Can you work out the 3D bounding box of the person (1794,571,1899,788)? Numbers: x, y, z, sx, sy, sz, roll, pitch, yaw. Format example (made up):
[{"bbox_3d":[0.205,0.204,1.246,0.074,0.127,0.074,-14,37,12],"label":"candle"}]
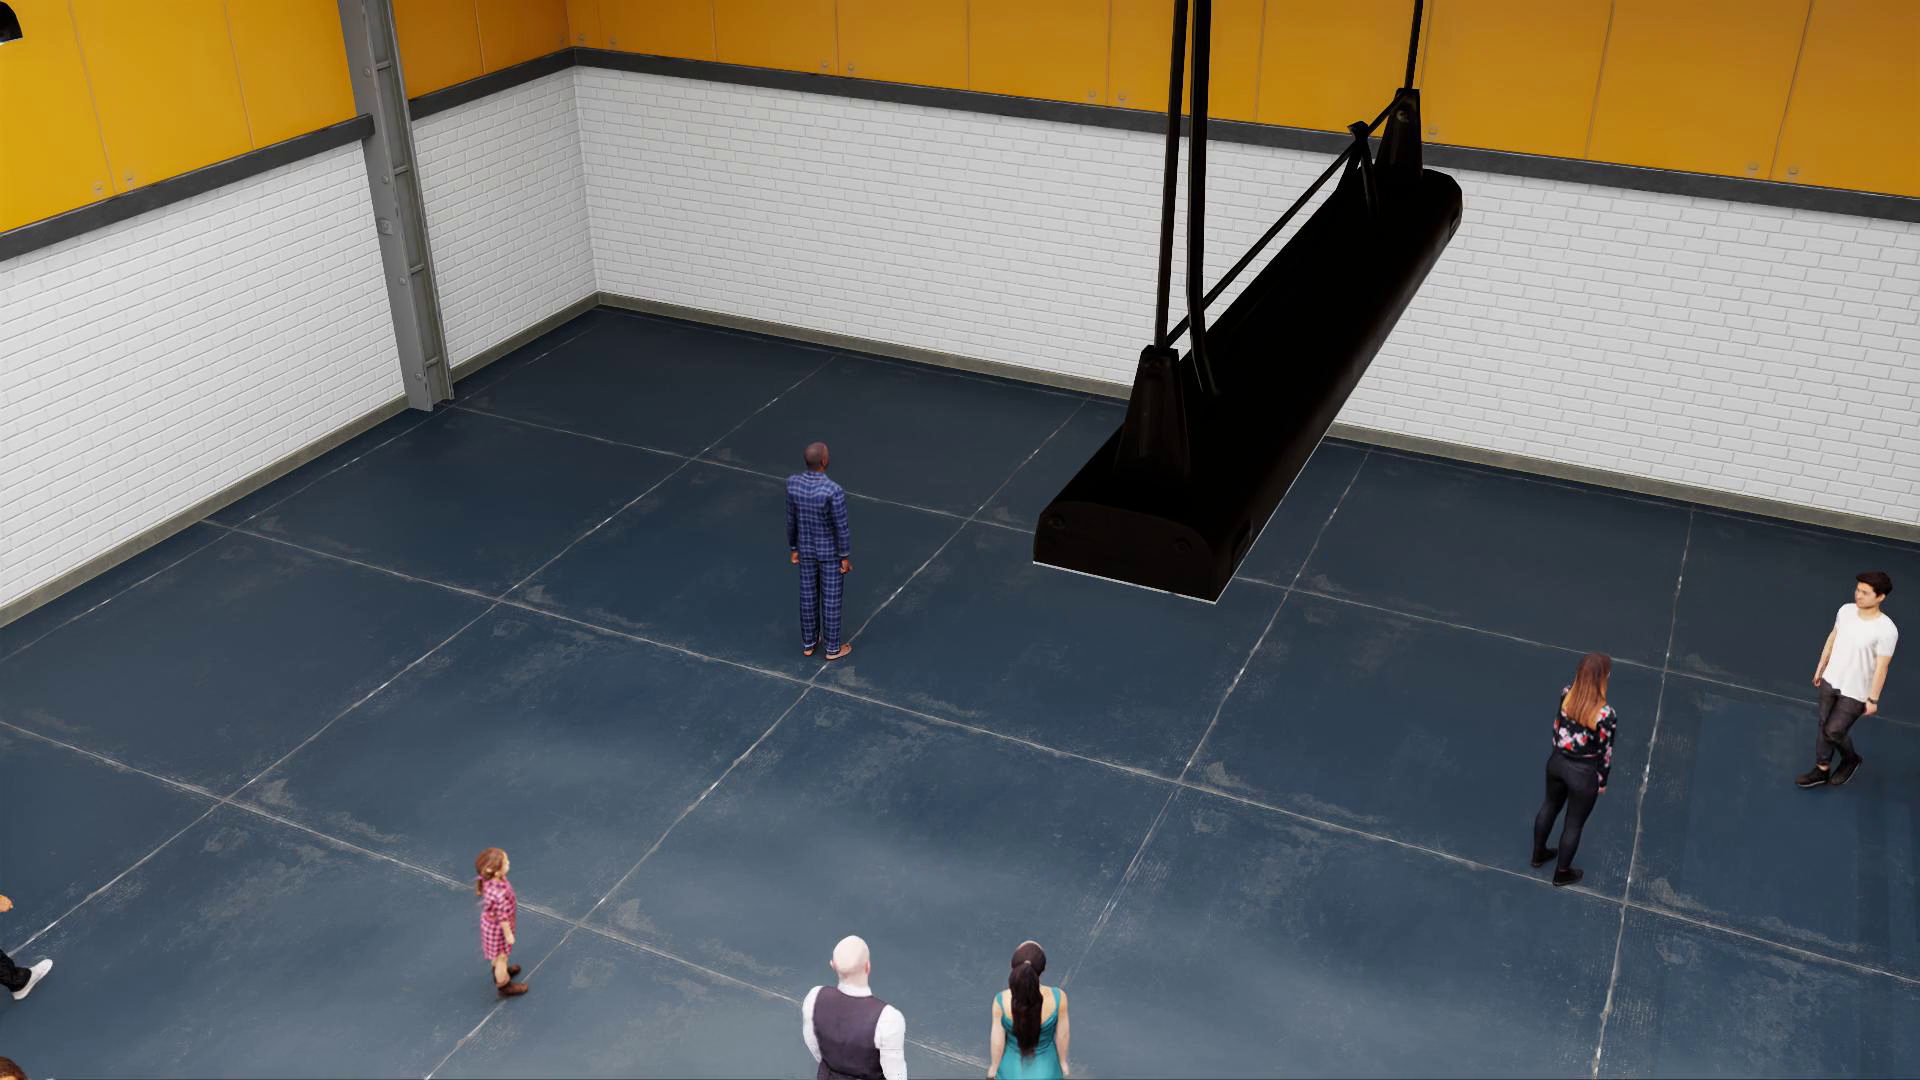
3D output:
[{"bbox_3d":[6.130,0.961,11.345,0.865,1.716,0.798,-7,29,-13],"label":"person"}]

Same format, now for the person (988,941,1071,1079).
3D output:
[{"bbox_3d":[0.339,2.652,8.278,0.625,1.685,0.630,-1,29,-2],"label":"person"}]

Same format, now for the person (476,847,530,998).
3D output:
[{"bbox_3d":[-2.711,2.231,9.745,0.557,1.020,0.506,-14,32,-24],"label":"person"}]

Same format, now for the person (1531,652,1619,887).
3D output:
[{"bbox_3d":[3.882,1.447,10.489,0.686,1.683,0.657,-16,32,-27],"label":"person"}]

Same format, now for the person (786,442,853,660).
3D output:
[{"bbox_3d":[-1.091,0.077,12.854,0.671,1.823,0.583,12,31,20],"label":"person"}]

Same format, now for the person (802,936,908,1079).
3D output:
[{"bbox_3d":[-0.534,2.769,7.973,0.821,1.772,1.191,11,31,20],"label":"person"}]
